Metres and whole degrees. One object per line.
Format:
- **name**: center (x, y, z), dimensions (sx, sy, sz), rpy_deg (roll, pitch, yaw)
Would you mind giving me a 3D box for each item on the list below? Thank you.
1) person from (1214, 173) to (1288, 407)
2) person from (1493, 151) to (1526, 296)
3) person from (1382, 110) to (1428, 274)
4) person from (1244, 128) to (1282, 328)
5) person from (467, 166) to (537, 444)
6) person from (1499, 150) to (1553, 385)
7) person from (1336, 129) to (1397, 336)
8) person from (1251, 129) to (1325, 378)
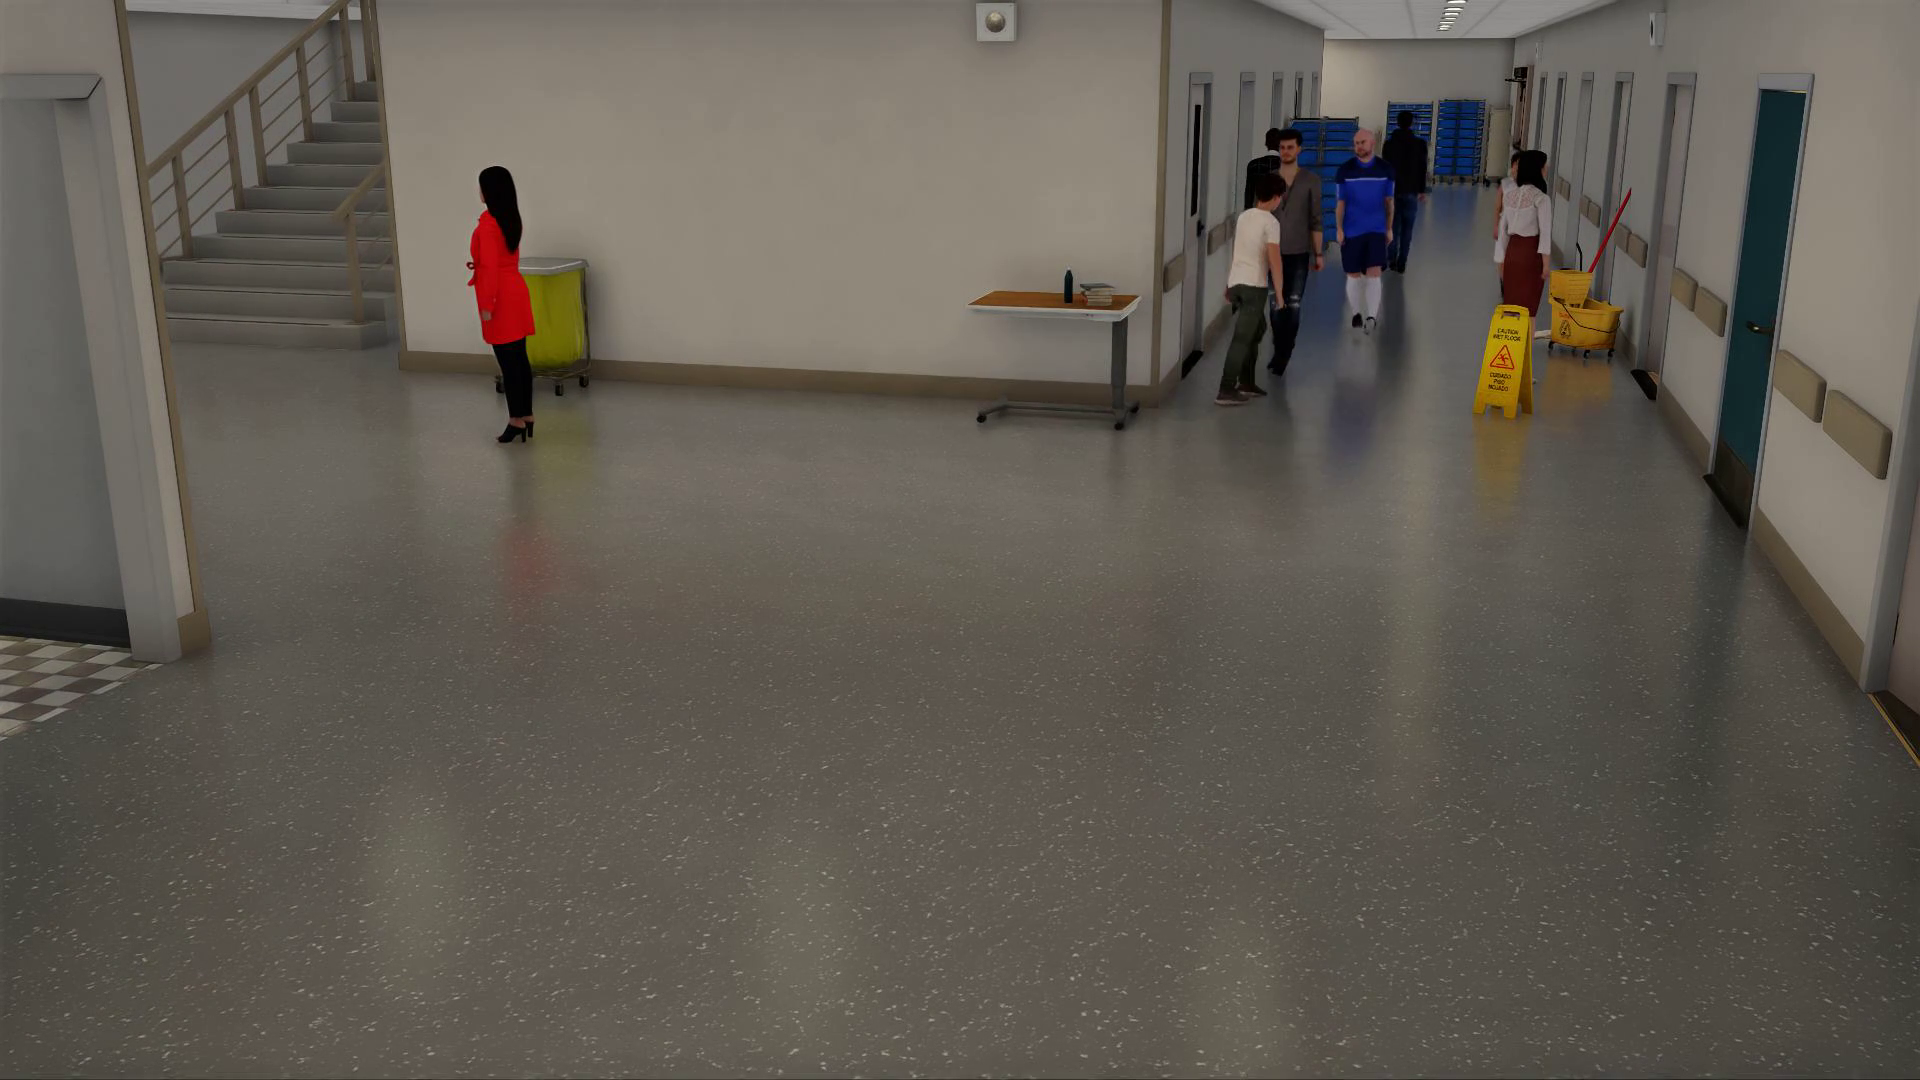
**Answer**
- **person**: center (1.974, -1.739, 11.706), dimensions (0.856, 1.625, 0.799), rpy_deg (-9, 18, -29)
- **person**: center (5.608, -3.136, 16.837), dimensions (0.592, 1.530, 0.989), rpy_deg (6, 17, 19)
- **person**: center (5.160, -4.015, 19.354), dimensions (0.675, 1.856, 1.182), rpy_deg (4, 16, 15)
- **person**: center (2.882, -2.918, 15.536), dimensions (0.686, 1.816, 0.598), rpy_deg (6, 17, 22)
- **person**: center (-2.899, -1.494, 10.609), dimensions (0.684, 1.747, 0.564), rpy_deg (3, 16, 10)
- **person**: center (4.300, -2.075, 12.666), dimensions (0.723, 1.750, 0.659), rpy_deg (-9, 18, -28)
- **person**: center (3.622, -2.740, 14.973), dimensions (0.710, 1.779, 1.161), rpy_deg (3, 16, 11)
- **person**: center (2.549, -2.208, 12.932), dimensions (0.850, 1.862, 1.214), rpy_deg (6, 17, 22)
